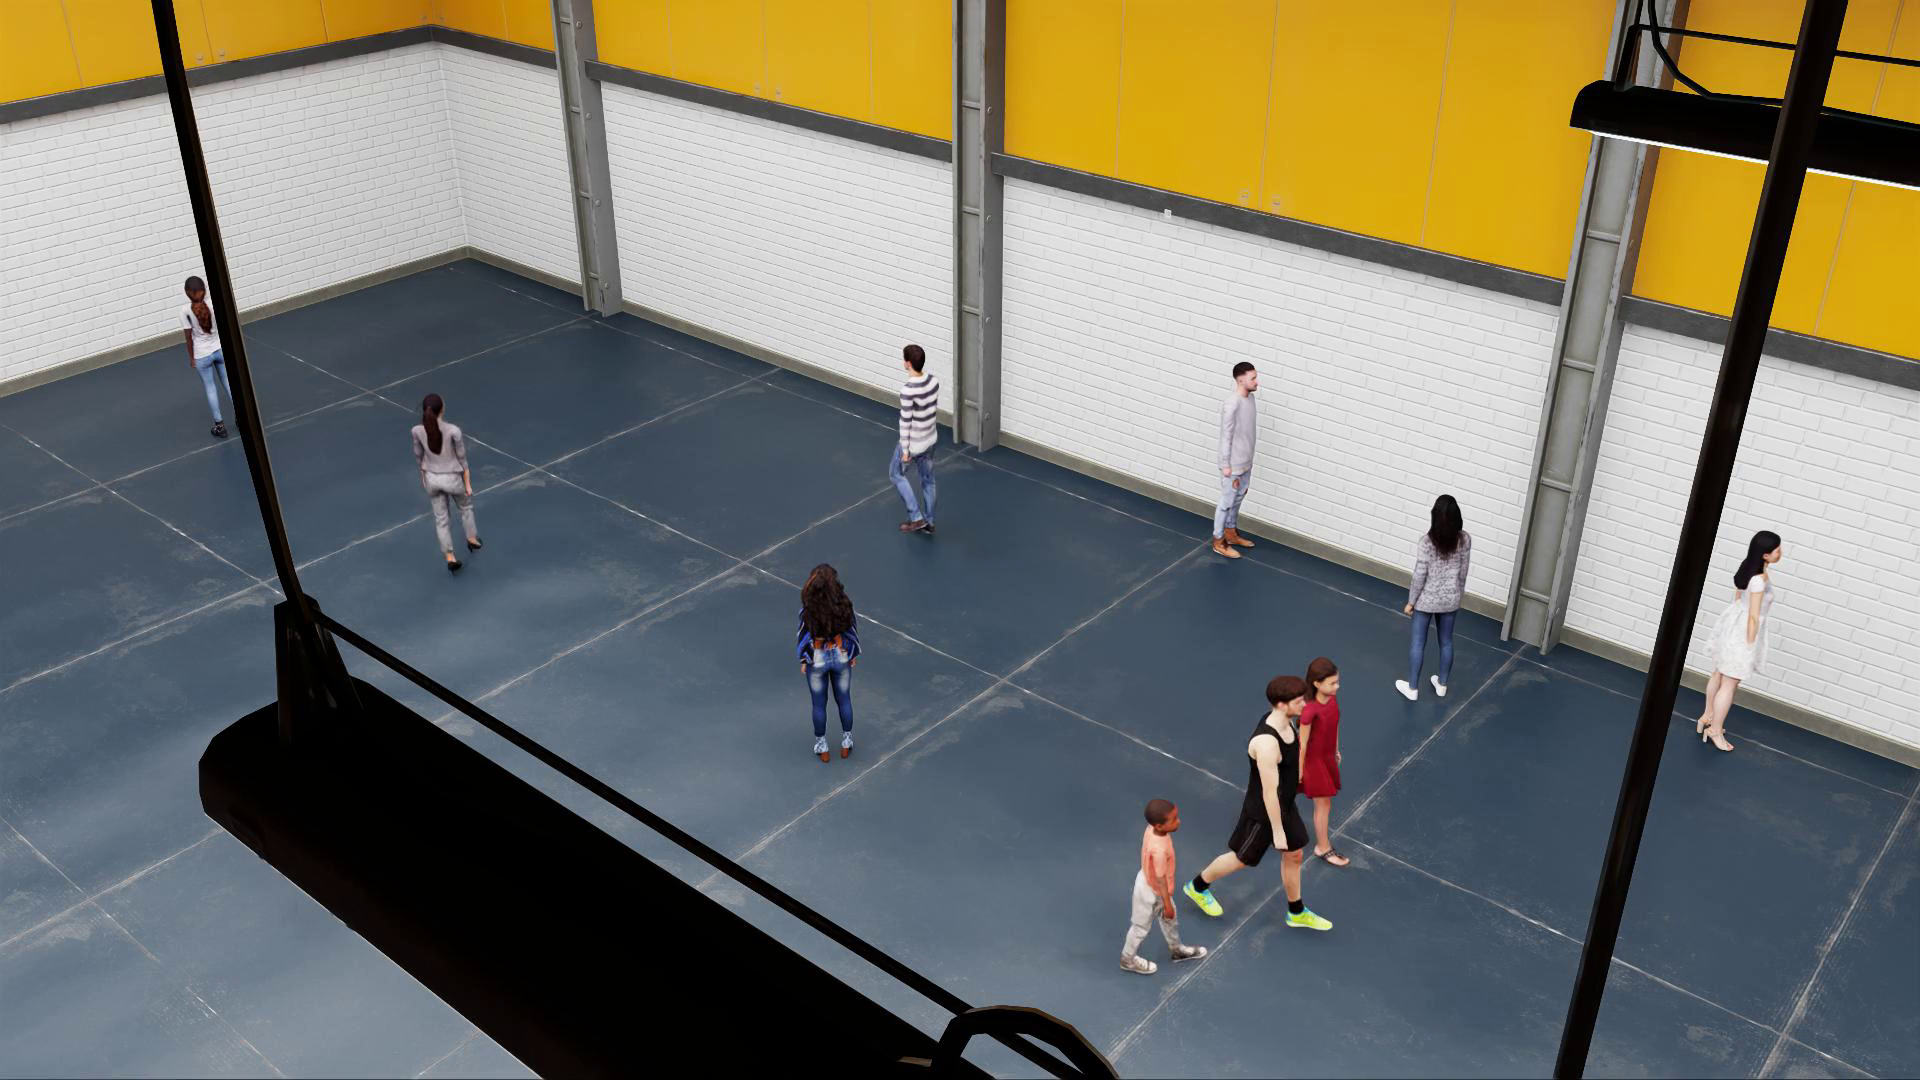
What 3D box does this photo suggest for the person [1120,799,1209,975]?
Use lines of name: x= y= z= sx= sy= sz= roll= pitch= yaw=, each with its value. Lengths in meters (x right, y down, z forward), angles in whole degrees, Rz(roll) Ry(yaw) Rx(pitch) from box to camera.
person: x=1.124 y=2.121 z=10.183 sx=0.844 sy=1.294 sz=0.718 roll=4 pitch=29 yaw=7

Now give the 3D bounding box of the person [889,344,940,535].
person: x=-0.307 y=-0.869 z=15.097 sx=0.647 sy=1.837 sz=0.675 roll=25 pitch=37 yaw=38

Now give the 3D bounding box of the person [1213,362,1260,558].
person: x=2.463 y=-0.742 z=14.862 sx=0.598 sy=1.839 sz=0.692 roll=18 pitch=33 yaw=29

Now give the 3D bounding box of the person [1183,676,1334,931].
person: x=1.847 y=1.673 z=10.421 sx=1.259 sy=1.852 sz=0.868 roll=13 pitch=31 yaw=23

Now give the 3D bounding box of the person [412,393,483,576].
person: x=-4.514 y=-0.446 z=14.511 sx=0.908 sy=1.656 sz=0.949 roll=1 pitch=29 yaw=1

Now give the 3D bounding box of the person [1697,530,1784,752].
person: x=5.746 y=0.723 z=12.244 sx=0.784 sy=1.774 sz=0.759 roll=6 pitch=29 yaw=12

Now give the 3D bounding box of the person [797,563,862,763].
person: x=-0.962 y=0.883 z=12.113 sx=0.705 sy=1.619 sz=0.737 roll=-7 pitch=29 yaw=-12

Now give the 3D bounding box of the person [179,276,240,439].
person: x=-7.703 y=-1.900 z=17.109 sx=0.604 sy=1.719 sz=0.557 roll=-25 pitch=37 yaw=-37

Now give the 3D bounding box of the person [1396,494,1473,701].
person: x=3.662 y=0.445 z=12.797 sx=0.686 sy=1.733 sz=0.731 roll=-4 pitch=29 yaw=-8
